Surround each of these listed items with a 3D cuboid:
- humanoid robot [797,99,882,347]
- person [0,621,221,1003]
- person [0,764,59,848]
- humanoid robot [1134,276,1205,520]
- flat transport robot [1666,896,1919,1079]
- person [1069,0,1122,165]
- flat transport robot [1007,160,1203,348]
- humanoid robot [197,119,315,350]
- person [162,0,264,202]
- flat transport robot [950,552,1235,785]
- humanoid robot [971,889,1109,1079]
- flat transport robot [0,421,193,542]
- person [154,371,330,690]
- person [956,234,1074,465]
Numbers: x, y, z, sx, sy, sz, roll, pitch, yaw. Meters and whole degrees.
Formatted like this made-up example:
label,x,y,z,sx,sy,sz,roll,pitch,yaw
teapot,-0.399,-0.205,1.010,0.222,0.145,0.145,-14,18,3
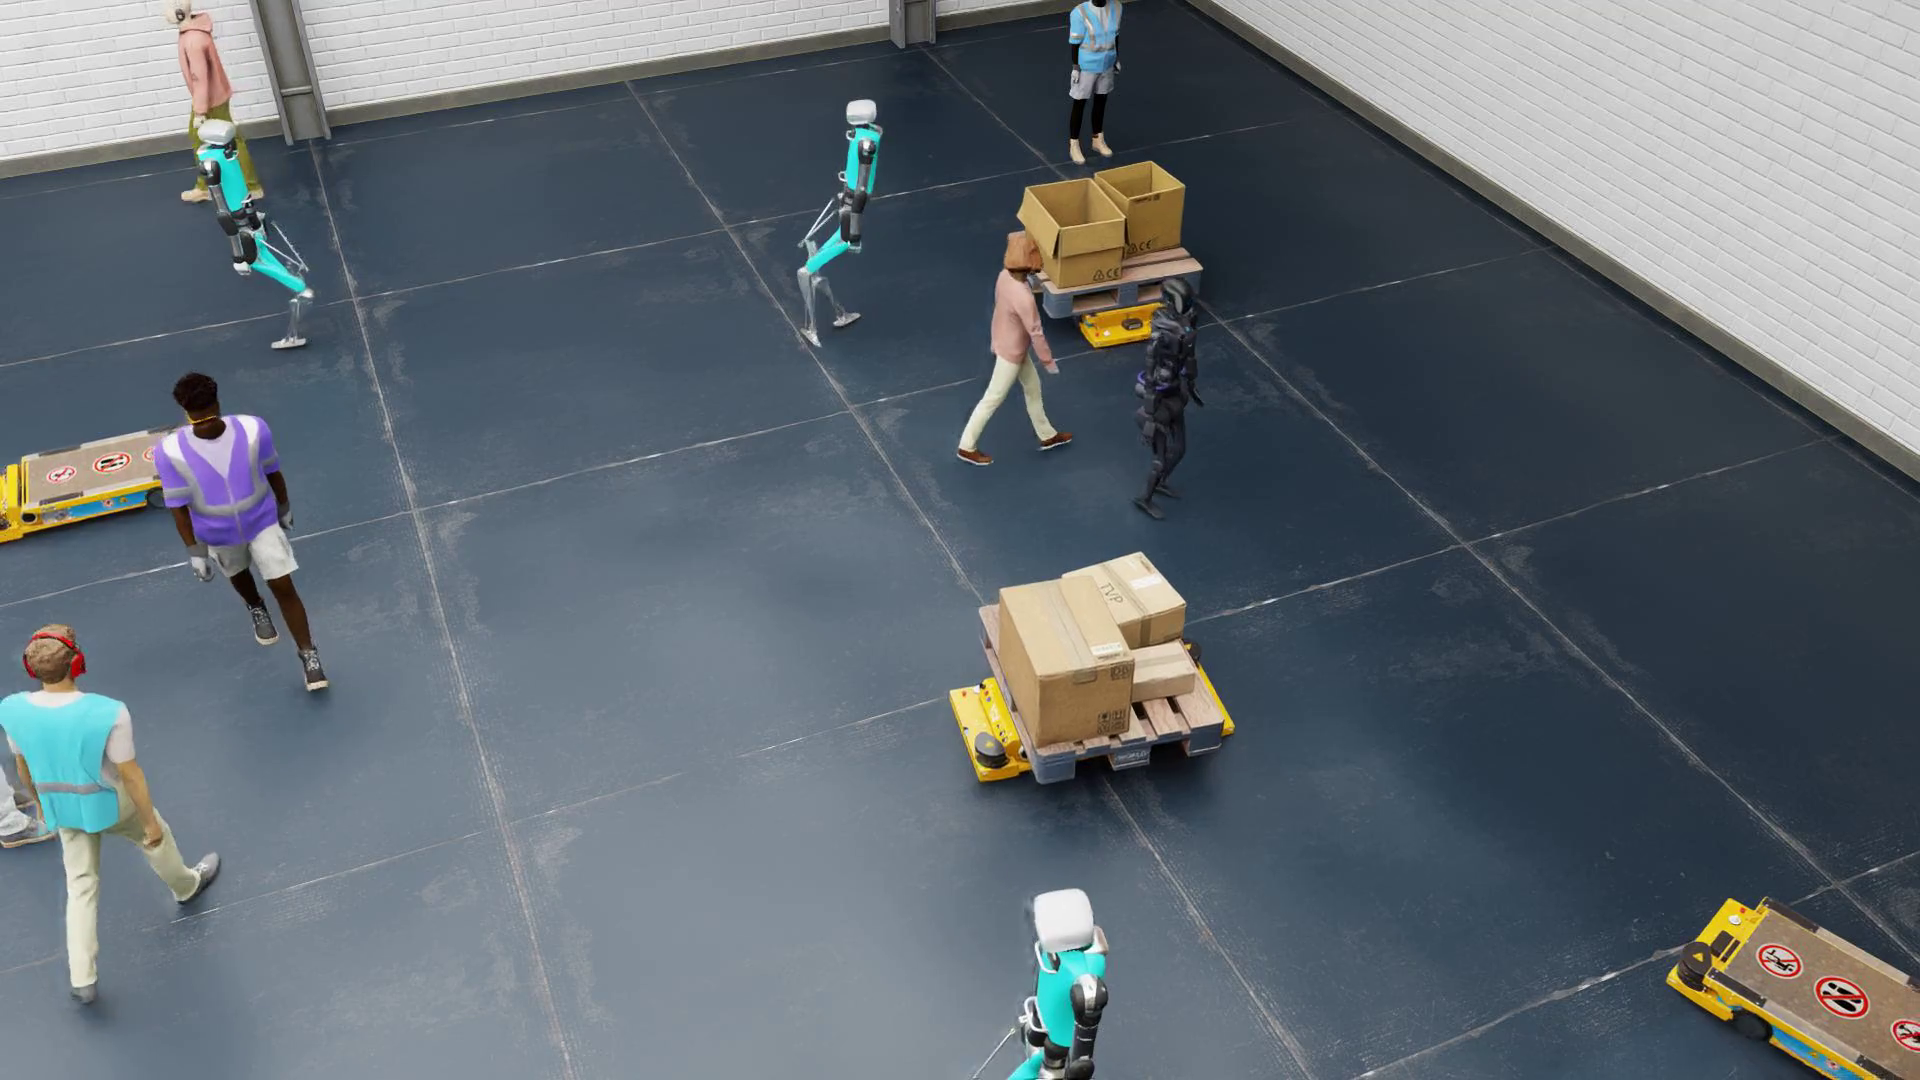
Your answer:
label,x,y,z,sx,sy,sz,roll,pitch,yaw
humanoid robot,-0.977,-2.290,12.049,0.874,1.775,0.594,-3,38,-4
person,-3.898,1.223,7.434,0.625,1.804,0.899,2,38,3
person,-4.851,0.706,8.032,0.356,1.881,0.573,-25,44,-29
humanoid robot,1.280,-0.878,10.252,0.318,1.651,0.599,25,44,29
flat transport robot,4.009,2.161,7.460,1.431,0.231,0.659,31,47,34
person,1.176,-4.127,14.476,0.532,1.692,0.320,-20,42,-24
flat transport robot,1.074,-1.936,12.794,0.659,0.231,1.431,-11,39,-14
humanoid robot,-4.892,-2.103,11.844,0.676,1.849,0.540,-4,38,-5
person,-6.312,-3.590,13.675,0.761,1.813,0.560,-17,41,-21
flat transport robot,0.714,0.912,9.086,1.431,0.231,0.659,-9,38,-11
humanoid robot,0.115,2.091,6.408,0.848,1.844,0.561,-7,38,-9
flat transport robot,-5.552,-0.388,10.778,1.431,0.231,0.659,-15,40,-19
person,-3.898,-0.060,9.007,0.607,1.909,1.009,-19,41,-23
person,0.347,-1.219,10.770,0.836,1.582,0.514,-5,38,-7
